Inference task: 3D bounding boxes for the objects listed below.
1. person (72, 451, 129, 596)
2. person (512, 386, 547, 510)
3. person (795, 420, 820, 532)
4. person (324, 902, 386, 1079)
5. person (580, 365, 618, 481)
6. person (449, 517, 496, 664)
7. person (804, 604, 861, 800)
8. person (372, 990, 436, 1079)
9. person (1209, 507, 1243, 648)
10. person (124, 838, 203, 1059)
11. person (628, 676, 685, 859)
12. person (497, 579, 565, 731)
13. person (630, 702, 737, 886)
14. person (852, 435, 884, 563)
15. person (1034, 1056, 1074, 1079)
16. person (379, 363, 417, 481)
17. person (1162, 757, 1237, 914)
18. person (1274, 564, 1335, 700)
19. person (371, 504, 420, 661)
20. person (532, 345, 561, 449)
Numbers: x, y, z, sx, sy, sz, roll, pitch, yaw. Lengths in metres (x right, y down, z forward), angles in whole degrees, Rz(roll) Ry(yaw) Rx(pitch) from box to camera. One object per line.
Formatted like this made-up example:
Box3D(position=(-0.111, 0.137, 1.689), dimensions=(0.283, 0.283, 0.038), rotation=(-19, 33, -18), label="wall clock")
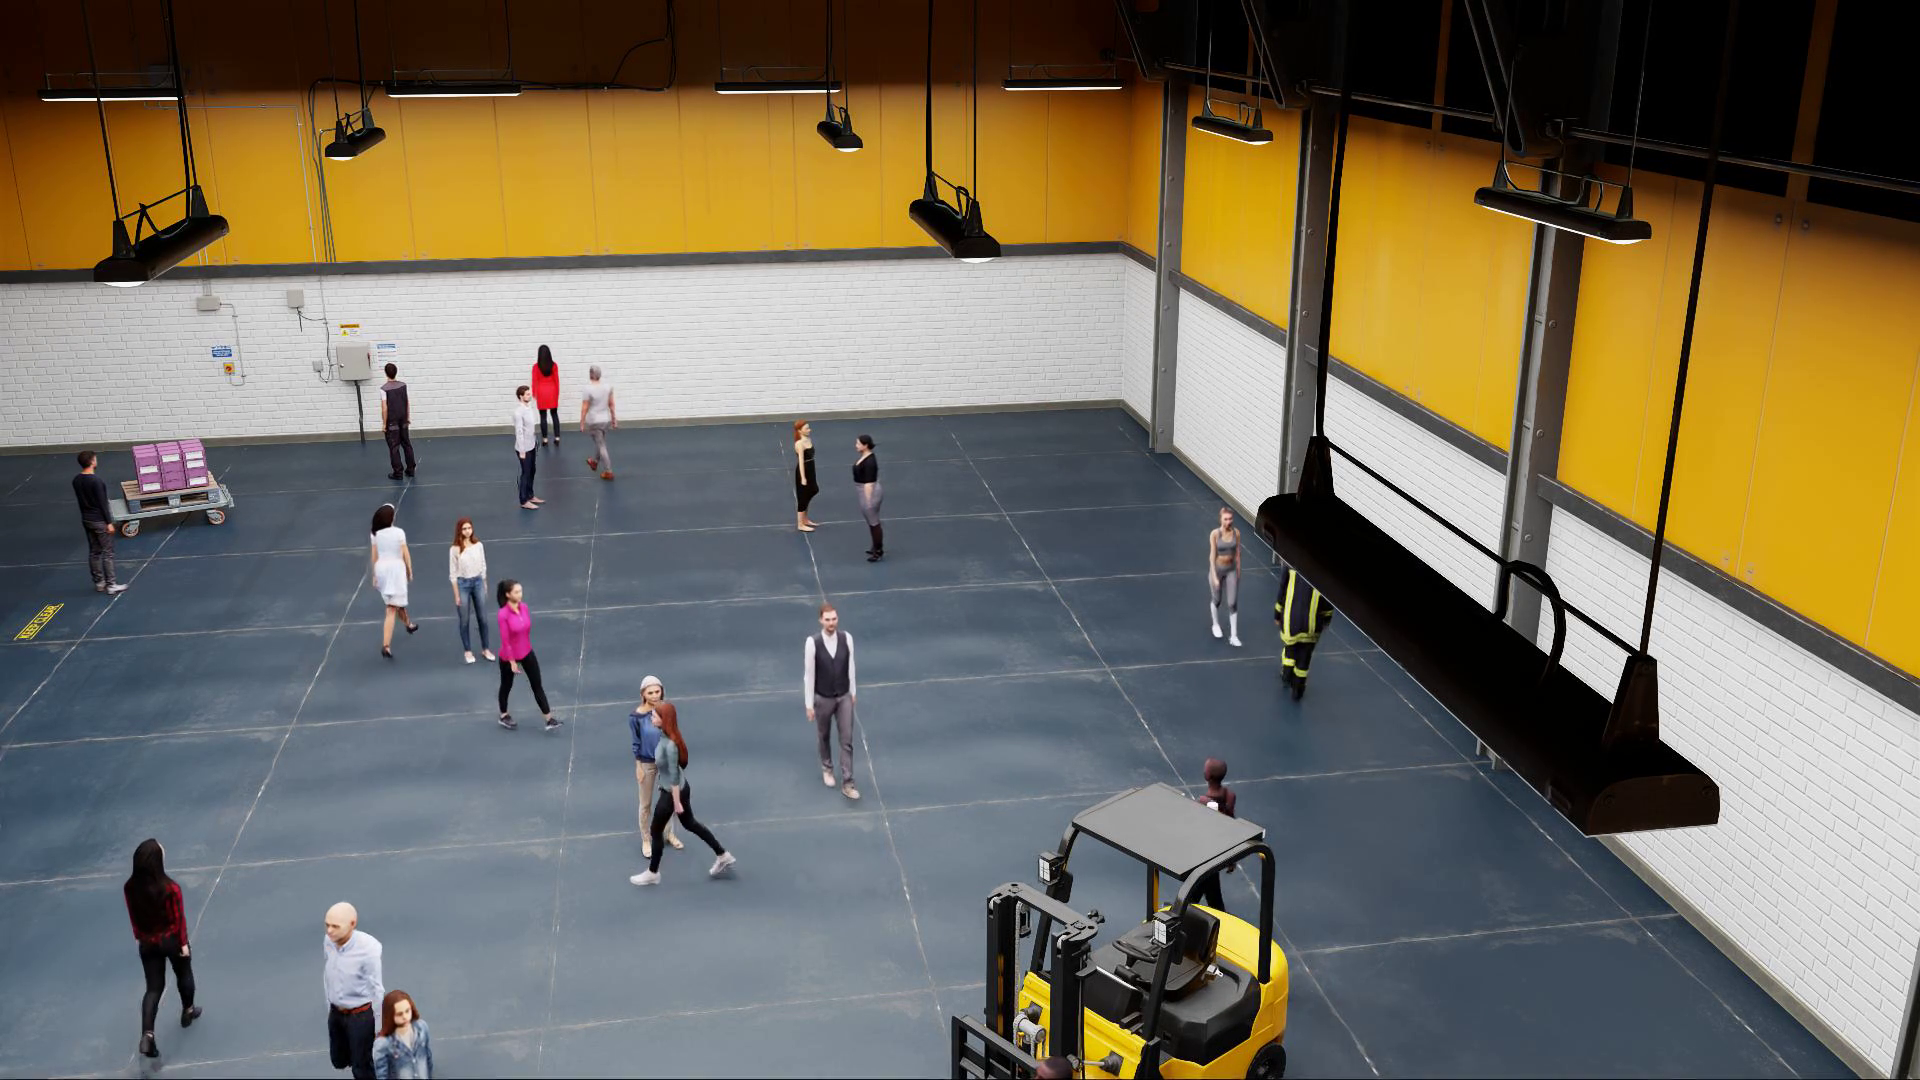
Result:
Box3D(position=(-11.079, -0.227, 21.325), dimensions=(0.720, 1.867, 0.742), rotation=(8, 20, 22), label="person")
Box3D(position=(-6.517, -1.415, 24.884), dimensions=(0.802, 1.846, 0.611), rotation=(2, 19, 5), label="person")
Box3D(position=(-2.225, -0.937, 23.820), dimensions=(0.721, 1.621, 0.631), rotation=(5, 19, 16), label="person")
Box3D(position=(-4.048, 3.202, 11.280), dimensions=(0.959, 1.778, 1.066), rotation=(9, 21, 24), label="person")
Box3D(position=(-5.617, -1.814, 26.145), dimensions=(1.196, 1.797, 1.082), rotation=(17, 25, 40), label="person")
Box3D(position=(-5.691, 0.559, 19.214), dimensions=(0.676, 1.725, 0.687), rotation=(-12, 22, -31), label="person")
Box3D(position=(-1.270, 1.491, 16.147), dimensions=(0.778, 1.915, 1.048), rotation=(-6, 20, -17), label="person")
Box3D(position=(-3.605, 3.560, 10.743), dimensions=(1.010, 1.444, 0.915), rotation=(15, 24, 38), label="person")
Box3D(position=(3.108, 0.392, 19.796), dimensions=(0.613, 1.670, 0.971), rotation=(-2, 19, -7), label="person")
Box3D(position=(-5.867, 2.995, 12.134), dimensions=(0.723, 1.627, 1.069), rotation=(0, 19, 1), label="person")
Box3D(position=(-2.736, 2.009, 14.952), dimensions=(0.691, 1.697, 0.686), rotation=(-11, 22, -30), label="person")
Box3D(position=(-4.709, 1.212, 17.371), dimensions=(1.098, 1.664, 1.034), rotation=(13, 22, 33), label="person")
Box3D(position=(-2.386, 2.199, 14.368), dimensions=(0.692, 1.710, 1.087), rotation=(-2, 19, -5), label="person")
Box3D(position=(-1.209, -0.584, 22.565), dimensions=(0.720, 1.751, 0.562), rotation=(-2, 19, -7), label="person")
Box3D(position=(0.532, 3.751, 9.557), dimensions=(0.788, 1.839, 0.555), rotation=(-7, 20, -20), label="person")
Box3D(position=(-8.906, -1.883, 26.272), dimensions=(0.798, 1.848, 0.749), rotation=(14, 23, 36), label="person")
Box3D(position=(2.048, 2.586, 13.210), dimensions=(0.954, 1.715, 1.234), rotation=(-13, 23, -34), label="person")
Box3D(position=(3.716, 0.858, 18.128), dimensions=(0.941, 1.852, 0.952), rotation=(6, 20, 18), label="person")
Box3D(position=(-6.603, 0.530, 19.259), dimensions=(0.877, 1.751, 1.280), rotation=(2, 19, 5), label="person")
Box3D(position=(-6.967, -2.436, 28.070), dimensions=(0.715, 1.748, 0.726), rotation=(-12, 22, -32), label="person")
